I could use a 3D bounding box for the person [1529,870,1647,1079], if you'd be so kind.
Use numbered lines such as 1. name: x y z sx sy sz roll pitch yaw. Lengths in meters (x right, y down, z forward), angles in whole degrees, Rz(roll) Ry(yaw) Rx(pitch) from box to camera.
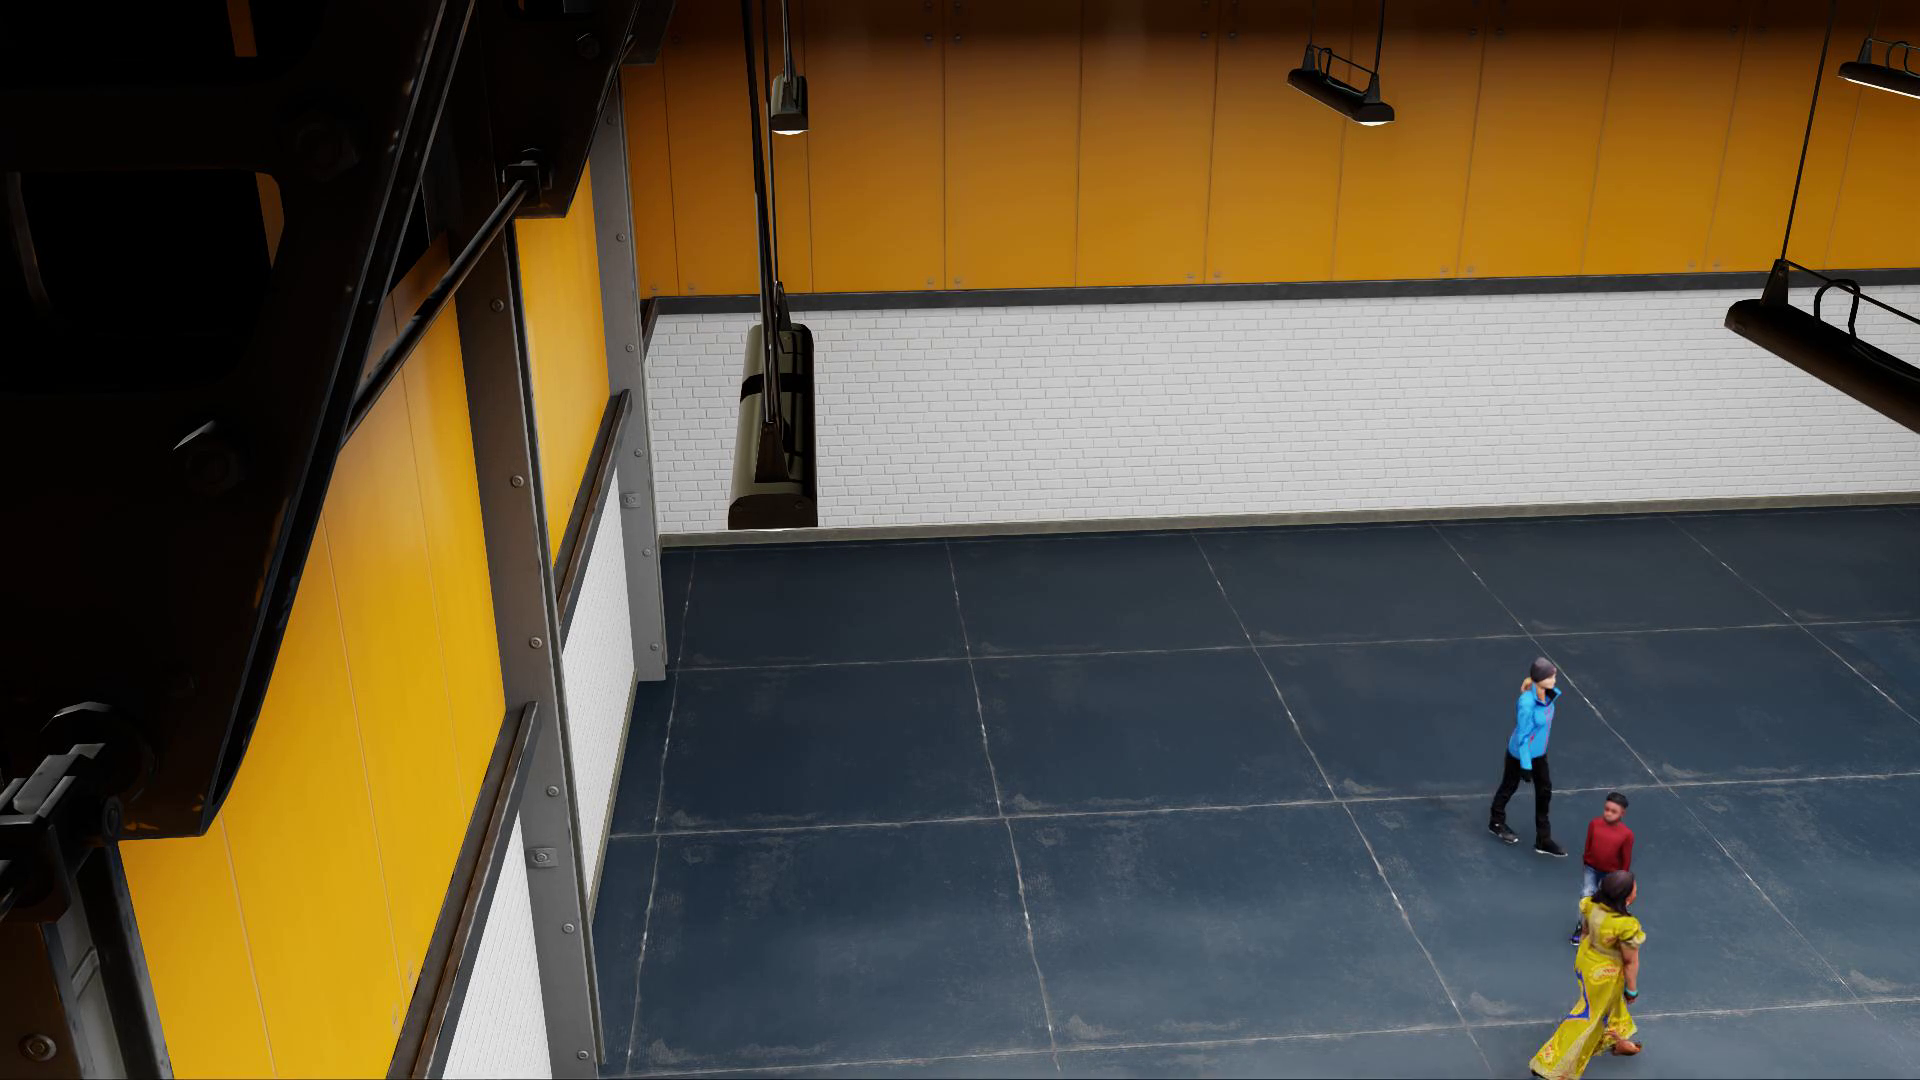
1. person: 4.266 2.979 11.223 0.912 1.612 1.214 -6 24 -14

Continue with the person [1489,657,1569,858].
1. person: 4.631 1.752 13.831 0.933 1.772 1.062 -17 29 -34

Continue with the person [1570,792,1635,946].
1. person: 4.990 2.486 12.817 0.837 1.239 0.906 18 29 35
